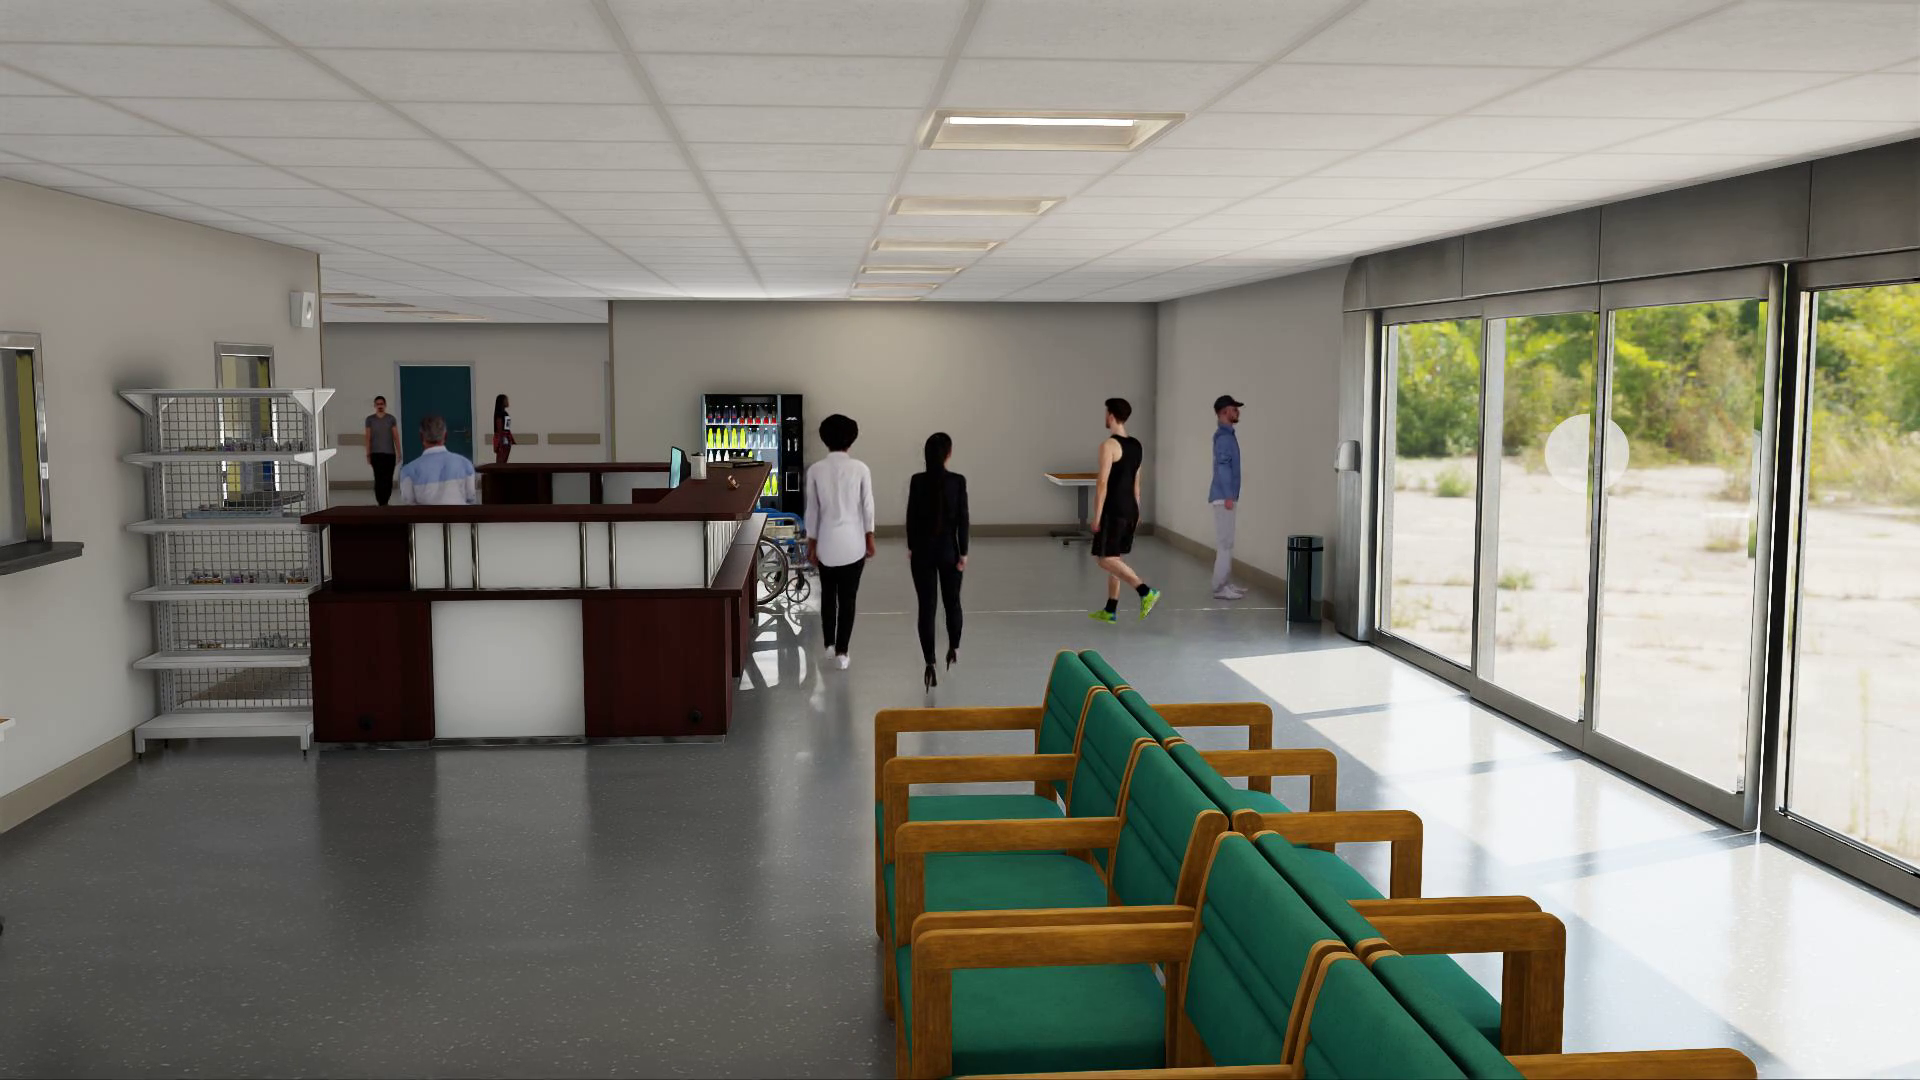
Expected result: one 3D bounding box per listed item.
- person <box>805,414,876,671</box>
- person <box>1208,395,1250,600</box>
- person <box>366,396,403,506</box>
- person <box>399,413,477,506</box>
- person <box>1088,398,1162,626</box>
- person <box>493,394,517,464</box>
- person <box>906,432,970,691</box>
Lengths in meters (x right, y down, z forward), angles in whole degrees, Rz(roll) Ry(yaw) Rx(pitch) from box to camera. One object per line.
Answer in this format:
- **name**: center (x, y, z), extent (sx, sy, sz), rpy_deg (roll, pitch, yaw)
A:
- **person**: center (-0.841, 0.025, 11.700), extent (0.717, 1.790, 0.727), rpy_deg (0, 6, 2)
- **person**: center (2.470, -0.408, 15.518), extent (0.707, 1.888, 0.728), rpy_deg (1, 6, 14)
- **person**: center (-8.589, -1.251, 24.763), extent (1.167, 1.715, 0.991), rpy_deg (-3, 6, -27)
- **person**: center (-3.488, 0.064, 11.291), extent (1.183, 1.795, 0.982), rpy_deg (-2, 6, -23)
- **person**: center (1.342, -0.210, 13.607), extent (1.114, 1.877, 1.048), rpy_deg (5, 7, 39)
- **person**: center (-7.823, -1.626, 28.436), extent (0.587, 1.727, 0.604), rpy_deg (0, 6, -3)
- **person**: center (-0.166, 0.160, 10.971), extent (0.993, 1.669, 0.731), rpy_deg (0, 6, 3)
